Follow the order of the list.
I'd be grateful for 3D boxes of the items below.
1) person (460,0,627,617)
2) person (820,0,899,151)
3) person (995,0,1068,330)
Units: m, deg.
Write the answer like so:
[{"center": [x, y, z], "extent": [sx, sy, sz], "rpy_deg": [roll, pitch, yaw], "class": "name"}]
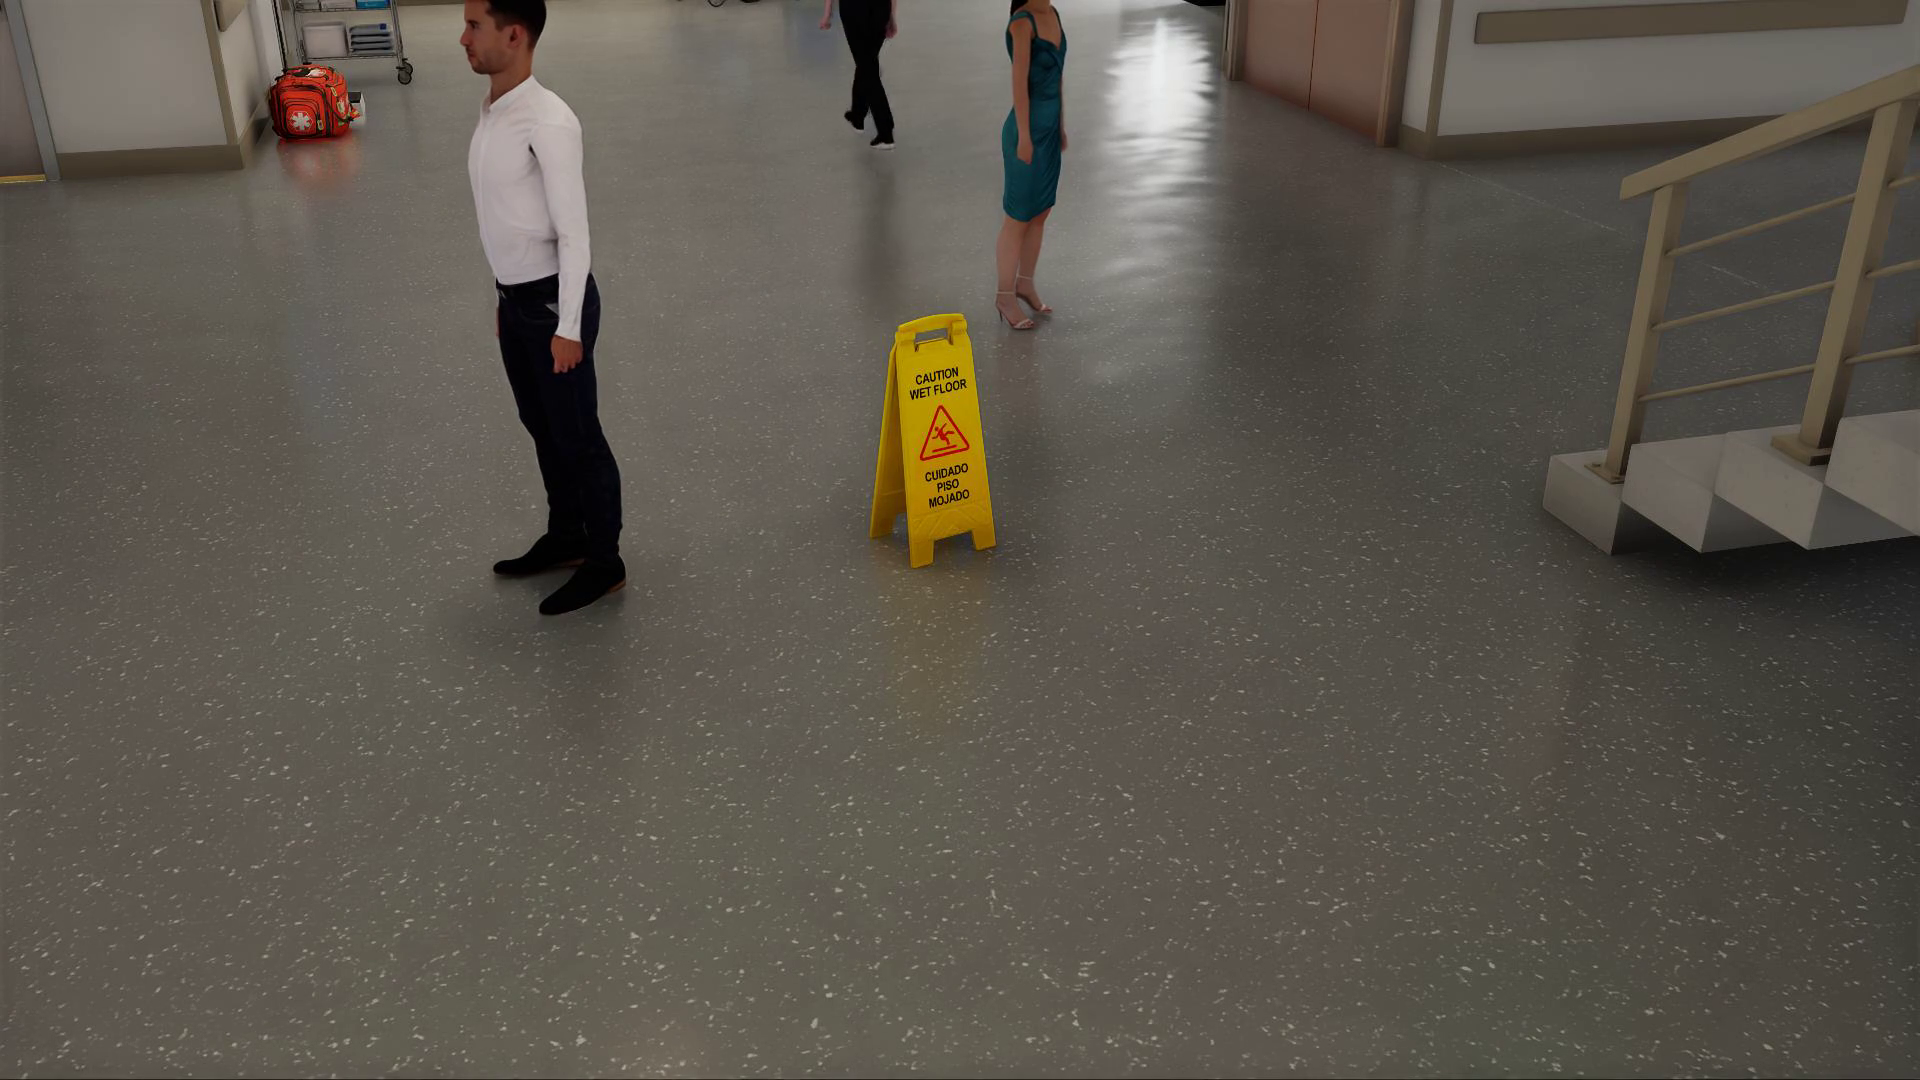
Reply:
[{"center": [-1.219, -0.705, 4.901], "extent": [0.752, 1.868, 0.630], "rpy_deg": [-18, 31, -33], "class": "person"}, {"center": [-0.566, -3.296, 10.467], "extent": [0.762, 1.700, 1.178], "rpy_deg": [-12, 28, -23], "class": "person"}, {"center": [0.315, -1.773, 7.331], "extent": [0.675, 1.682, 0.606], "rpy_deg": [12, 28, 24], "class": "person"}]
